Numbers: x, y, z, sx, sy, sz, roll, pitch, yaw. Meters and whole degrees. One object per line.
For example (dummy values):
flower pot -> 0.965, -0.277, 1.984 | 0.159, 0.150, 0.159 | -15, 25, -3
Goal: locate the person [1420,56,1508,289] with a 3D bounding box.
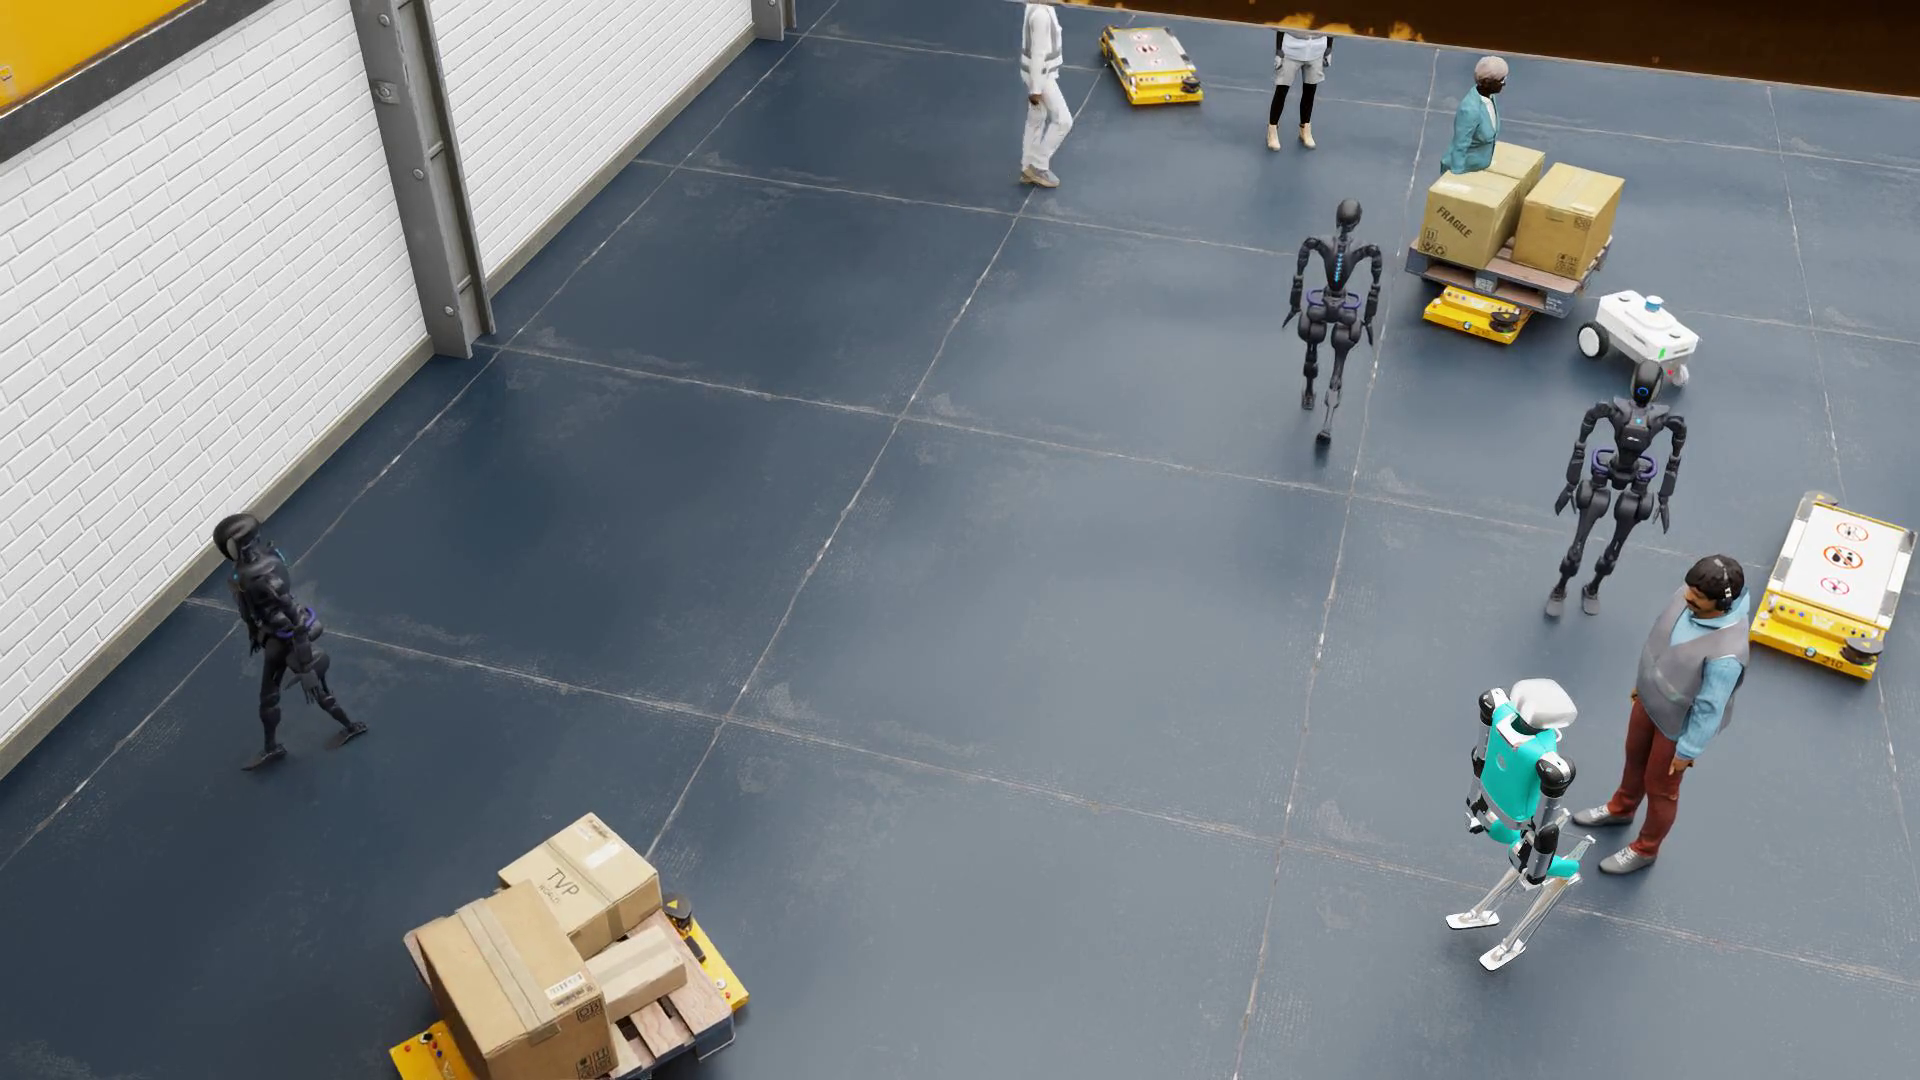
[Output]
person -> 3.704, -2.691, 12.173 | 0.344, 1.750, 0.528 | 25, 45, 28

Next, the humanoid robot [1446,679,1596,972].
humanoid robot -> 2.539, 1.205, 7.227 | 0.735, 1.677, 0.533 | -13, 41, -16

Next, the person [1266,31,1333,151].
person -> 2.875, -4.091, 13.960 | 0.532, 1.691, 0.322 | -5, 39, -6

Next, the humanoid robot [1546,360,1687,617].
humanoid robot -> 3.640, -0.251, 9.192 | 0.611, 1.656, 0.381 | 12, 40, 15

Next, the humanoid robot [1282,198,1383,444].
humanoid robot -> 2.379, -1.420, 10.689 | 0.596, 1.636, 0.770 | 8, 40, 10

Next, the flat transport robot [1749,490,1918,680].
flat transport robot -> 5.117, 0.232, 9.715 | 0.659, 0.231, 1.431 | 22, 44, 25

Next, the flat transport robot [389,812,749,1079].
flat transport robot -> -1.721, 2.126, 7.360 | 1.431, 0.231, 0.659 | -24, 45, -27

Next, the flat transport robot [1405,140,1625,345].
flat transport robot -> 4.043, -1.933, 12.408 | 0.659, 0.231, 1.431 | 23, 44, 26

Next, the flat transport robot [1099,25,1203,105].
flat transport robot -> 1.771, -4.457, 15.548 | 0.659, 0.231, 1.431 | -5, 39, -7

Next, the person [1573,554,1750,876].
person -> 3.327, 0.807, 7.725 | 0.414, 1.871, 0.540 | -4, 39, -5

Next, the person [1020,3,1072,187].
person -> 0.707, -3.722, 13.349 | 0.489, 1.871, 0.586 | 1, 39, 1

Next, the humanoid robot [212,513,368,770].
humanoid robot -> -3.390, 0.524, 8.252 | 0.589, 1.633, 0.665 | 26, 46, 29

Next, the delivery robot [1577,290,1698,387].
delivery robot -> 4.730, -1.417, 11.550 | 0.499, 0.609, 0.807 | -14, 41, -17
